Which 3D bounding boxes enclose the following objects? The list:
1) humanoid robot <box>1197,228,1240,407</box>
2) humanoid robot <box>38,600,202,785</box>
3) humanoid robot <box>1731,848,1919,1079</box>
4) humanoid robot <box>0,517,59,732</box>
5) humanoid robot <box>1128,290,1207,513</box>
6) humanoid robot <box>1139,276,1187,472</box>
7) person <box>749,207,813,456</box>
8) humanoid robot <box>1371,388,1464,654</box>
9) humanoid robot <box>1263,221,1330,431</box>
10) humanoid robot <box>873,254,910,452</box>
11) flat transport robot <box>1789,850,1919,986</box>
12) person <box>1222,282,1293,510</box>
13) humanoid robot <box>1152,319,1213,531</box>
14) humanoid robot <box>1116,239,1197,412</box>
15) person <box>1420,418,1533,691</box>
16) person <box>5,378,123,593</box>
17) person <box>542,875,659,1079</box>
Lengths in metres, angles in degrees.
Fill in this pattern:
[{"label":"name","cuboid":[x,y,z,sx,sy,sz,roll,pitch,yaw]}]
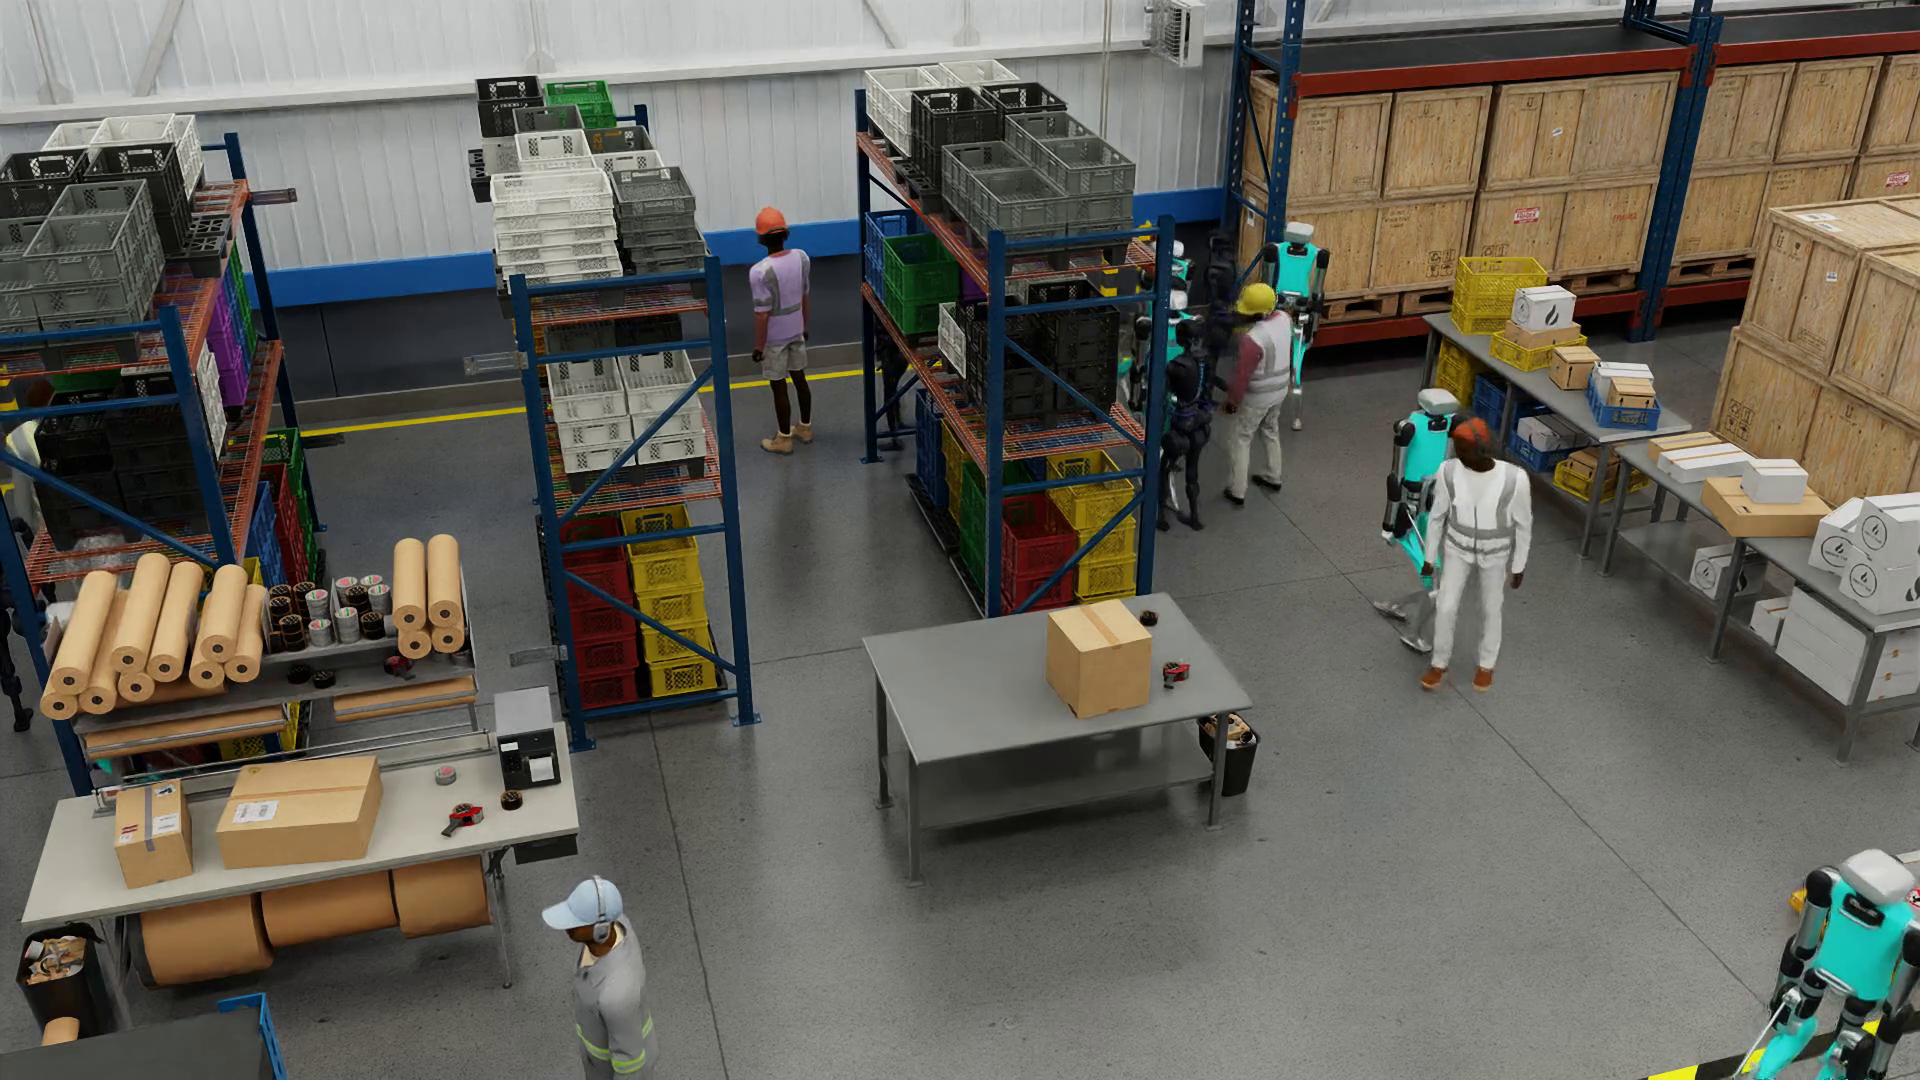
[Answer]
[{"label":"humanoid robot","cuboid":[2.264,-1.835,14.042,0.584,1.638,0.611,13,31,22]},{"label":"humanoid robot","cuboid":[-4.300,1.098,8.736,0.544,1.883,0.642,25,37,37]},{"label":"humanoid robot","cuboid":[3.355,2.127,6.793,0.955,1.766,0.544,-16,33,-27]},{"label":"humanoid robot","cuboid":[-5.732,0.381,9.990,0.599,1.657,0.315,-4,29,-7]},{"label":"humanoid robot","cuboid":[1.500,-1.115,12.678,0.545,1.784,0.853,-5,29,-8]},{"label":"humanoid robot","cuboid":[1.643,-1.291,13.044,0.313,1.654,0.610,15,32,25]},{"label":"person","cuboid":[-1.456,-1.666,13.360,0.398,2.036,0.607,21,35,33]},{"label":"humanoid robot","cuboid":[3.087,-0.076,10.792,0.580,1.774,0.892,-15,32,-25]},{"label":"humanoid robot","cuboid":[2.688,-1.698,13.671,0.545,1.750,0.677,7,30,12]},{"label":"humanoid robot","cuboid":[-0.574,-1.561,13.556,0.352,1.632,0.589,-7,30,-12]},{"label":"flat transport robot","cuboid":[5.163,1.916,8.676,1.431,0.231,0.659,-8,30,-14]},{"label":"person","cuboid":[2.297,-1.133,12.645,0.411,1.796,0.620,23,36,35]},{"label":"humanoid robot","cuboid":[1.644,-0.825,12.198,0.595,1.646,0.383,-23,36,-35]},{"label":"humanoid robot","cuboid":[1.508,-1.663,13.627,0.536,1.764,0.694,-19,34,-30]},{"label":"person","cuboid":[3.209,0.092,10.340,0.625,1.858,0.424,13,31,22]},{"label":"person","cuboid":[-5.784,-0.178,10.937,0.664,1.779,1.032,-11,31,-20]},{"label":"person","cuboid":[-1.403,2.094,6.707,0.370,1.852,0.588,-10,30,-17]}]
